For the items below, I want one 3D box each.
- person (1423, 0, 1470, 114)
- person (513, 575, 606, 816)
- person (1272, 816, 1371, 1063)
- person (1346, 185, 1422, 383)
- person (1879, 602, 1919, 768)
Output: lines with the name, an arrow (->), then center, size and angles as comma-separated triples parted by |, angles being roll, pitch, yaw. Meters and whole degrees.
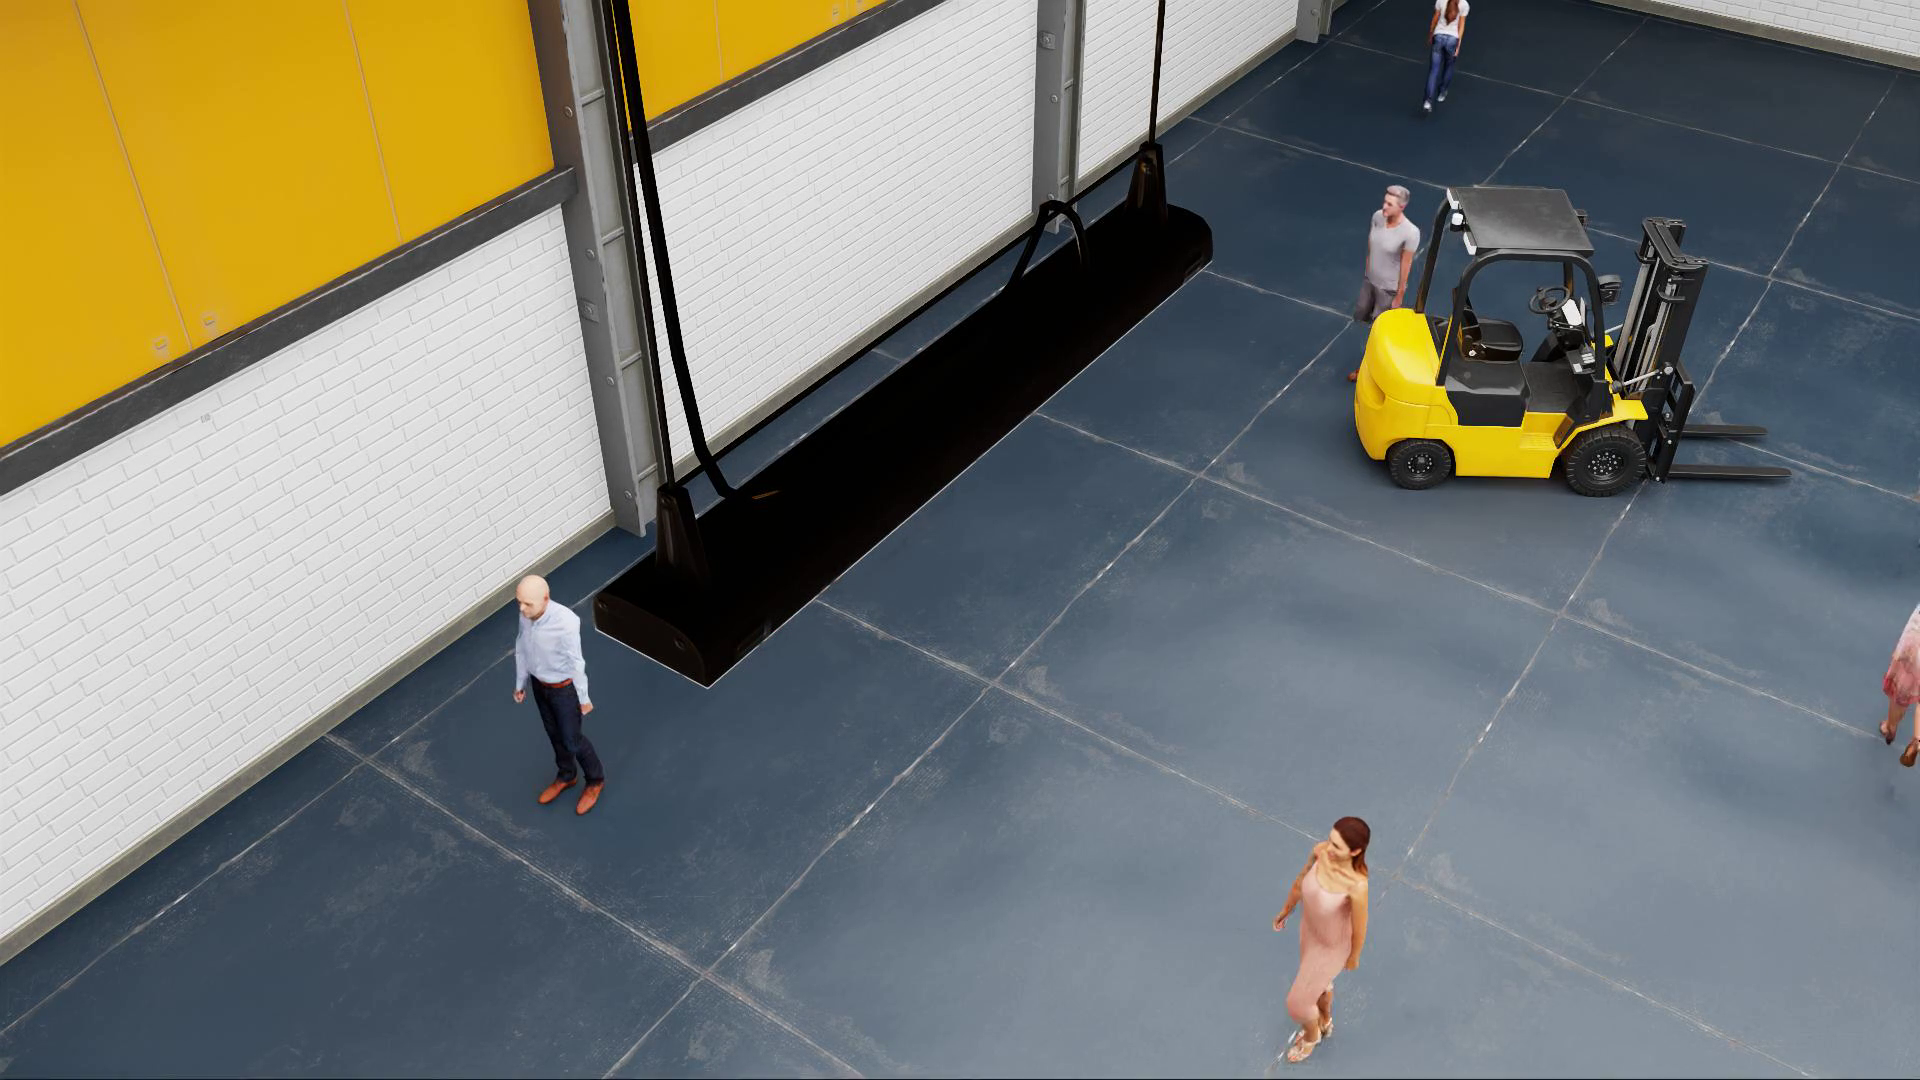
person -> 5.408, -5.537, 18.598 | 0.694, 1.531, 1.087 | 14, 41, 17
person -> -2.481, 0.887, 10.349 | 0.637, 1.788, 0.625 | 25, 45, 28
person -> 2.010, 2.090, 8.819 | 0.781, 1.817, 0.731 | -13, 40, -15
person -> 3.688, -2.207, 14.203 | 1.026, 1.813, 0.907 | -20, 43, -24
person -> 6.197, 0.769, 10.585 | 0.697, 1.678, 0.894 | 14, 41, 17
